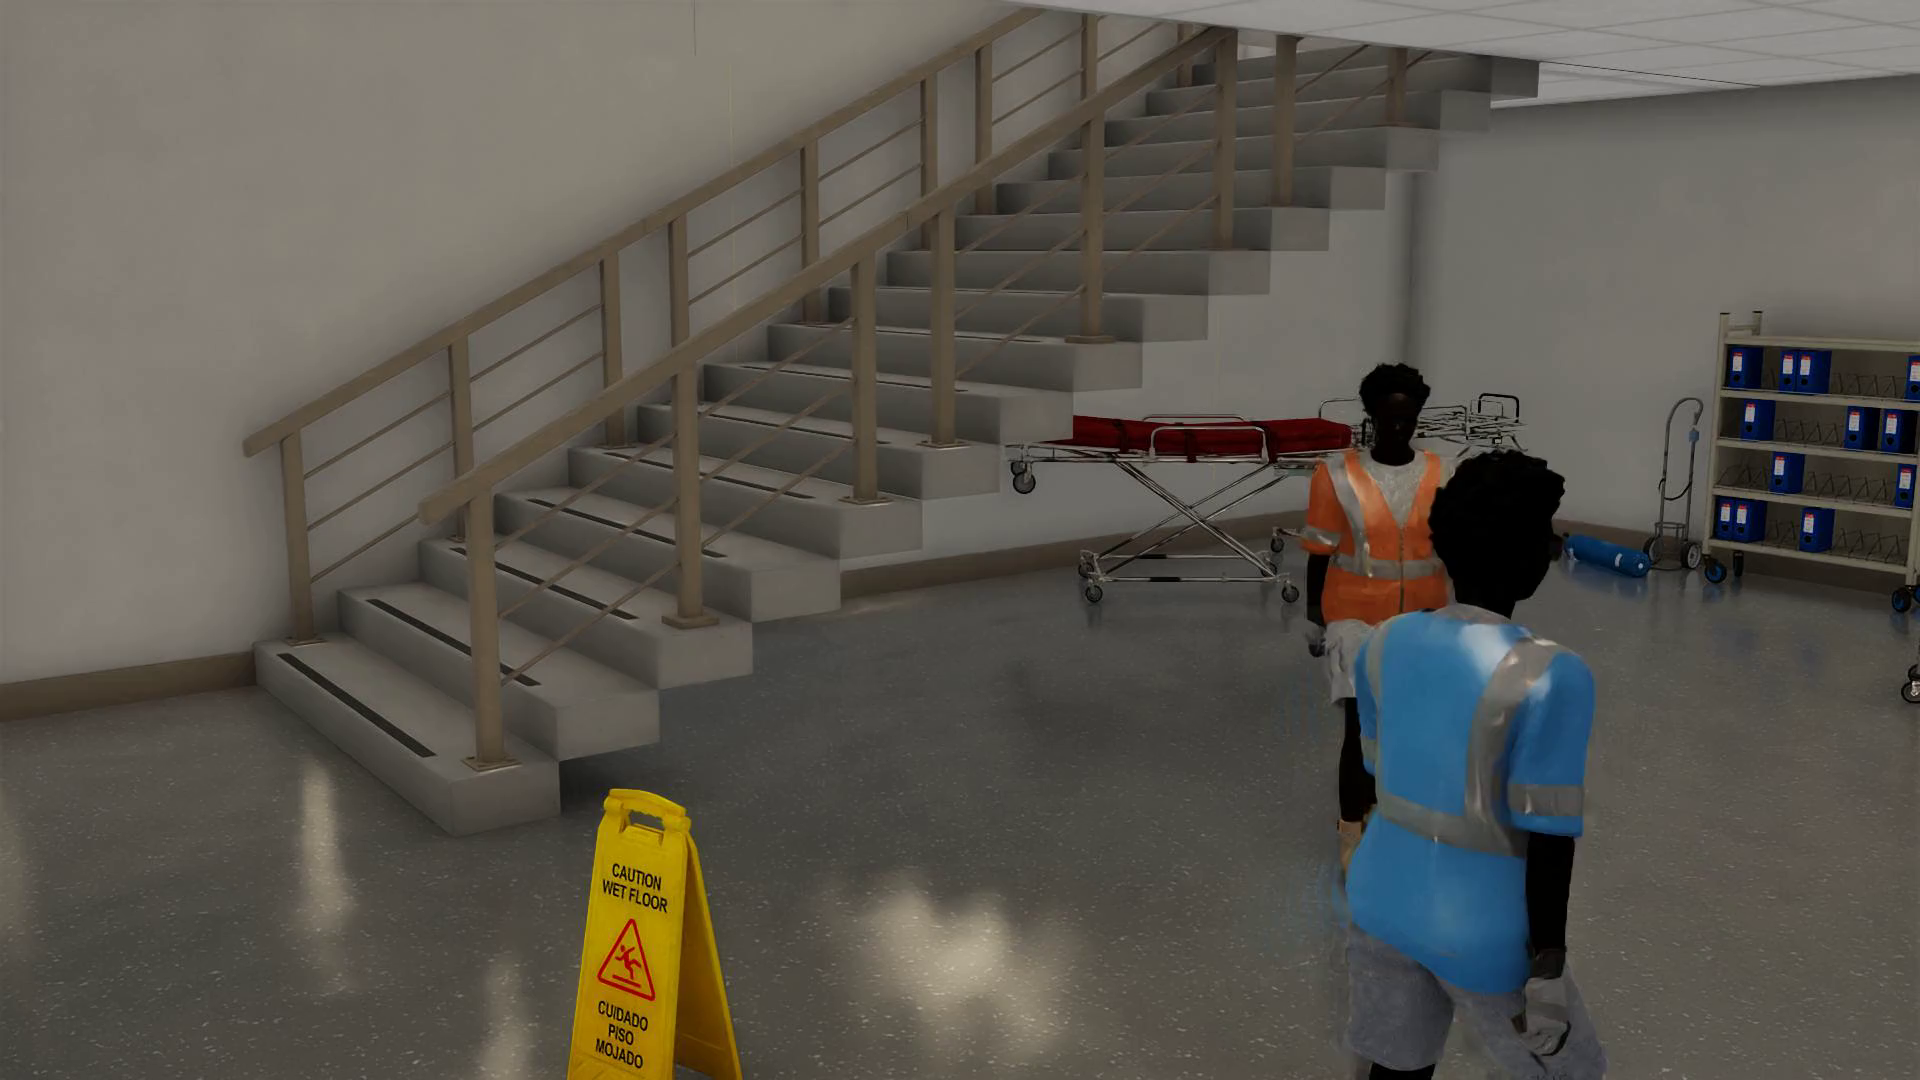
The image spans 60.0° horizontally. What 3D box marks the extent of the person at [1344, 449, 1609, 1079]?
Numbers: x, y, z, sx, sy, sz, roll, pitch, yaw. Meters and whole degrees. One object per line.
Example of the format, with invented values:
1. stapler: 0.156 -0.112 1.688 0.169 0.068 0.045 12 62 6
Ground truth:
1. person: 0.936 0.676 2.959 0.570 1.675 0.561 -5 11 -27

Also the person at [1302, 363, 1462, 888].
1. person: 1.383 0.279 5.305 0.537 1.670 0.644 -1 10 -5
